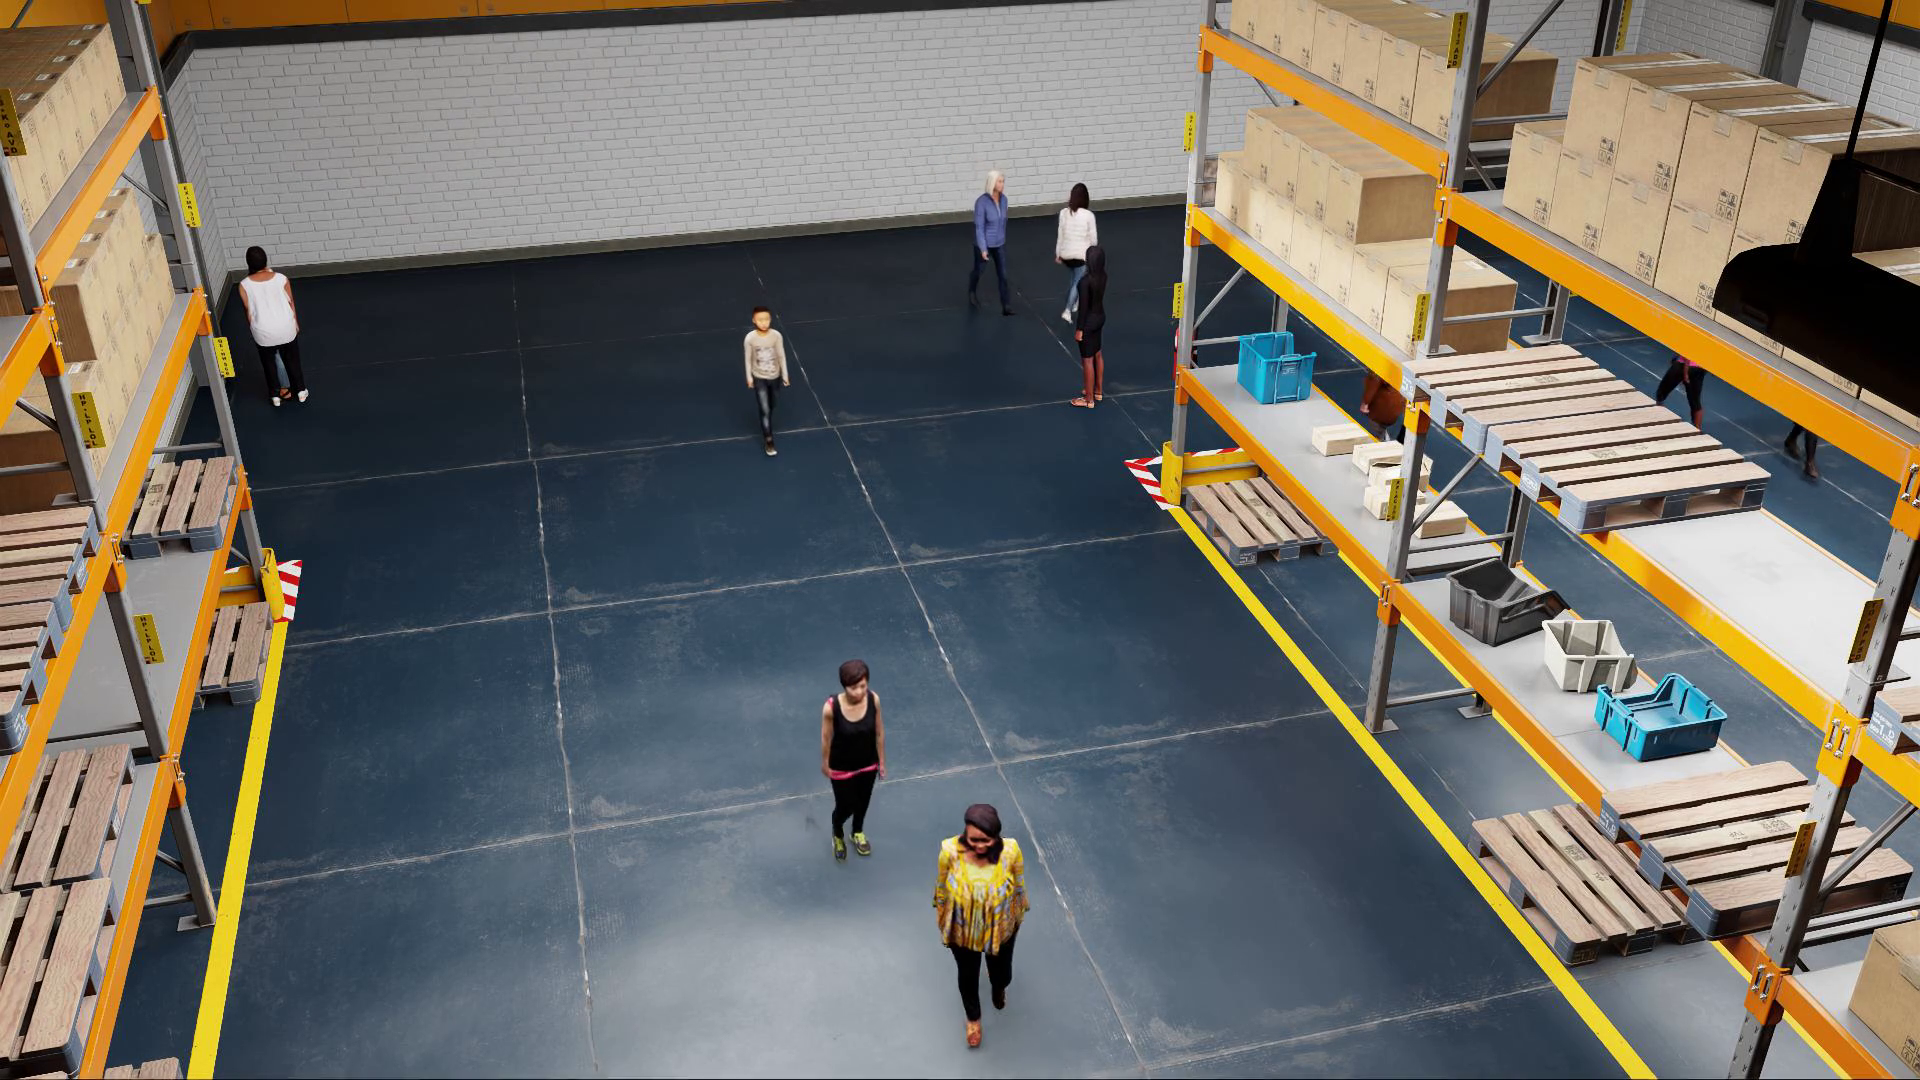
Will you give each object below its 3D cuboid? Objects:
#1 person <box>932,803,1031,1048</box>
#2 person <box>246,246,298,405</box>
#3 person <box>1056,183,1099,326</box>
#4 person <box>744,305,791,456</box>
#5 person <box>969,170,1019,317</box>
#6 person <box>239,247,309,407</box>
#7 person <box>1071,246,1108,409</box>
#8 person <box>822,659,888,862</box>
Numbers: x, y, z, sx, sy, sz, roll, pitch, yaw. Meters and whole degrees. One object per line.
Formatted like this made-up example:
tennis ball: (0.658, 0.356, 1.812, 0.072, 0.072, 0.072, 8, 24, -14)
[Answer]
person: (0.116, 2.102, 9.335, 0.809, 1.647, 0.851, 0, 29, 1)
person: (-7.163, -2.253, 17.282, 0.731, 1.682, 0.574, 1, 29, 2)
person: (1.320, -3.286, 19.255, 1.043, 1.607, 1.141, 13, 31, 23)
person: (-1.920, -1.632, 16.394, 0.625, 1.443, 0.999, -11, 31, -20)
person: (0.294, -3.494, 19.554, 0.863, 1.687, 1.220, -15, 32, -26)
person: (-7.121, -2.222, 17.220, 0.690, 1.688, 0.654, -12, 31, -22)
person: (1.344, -2.217, 17.176, 0.720, 1.720, 0.665, 16, 32, 27)
person: (-0.716, 1.373, 10.787, 0.593, 1.537, 0.622, -14, 31, -23)
